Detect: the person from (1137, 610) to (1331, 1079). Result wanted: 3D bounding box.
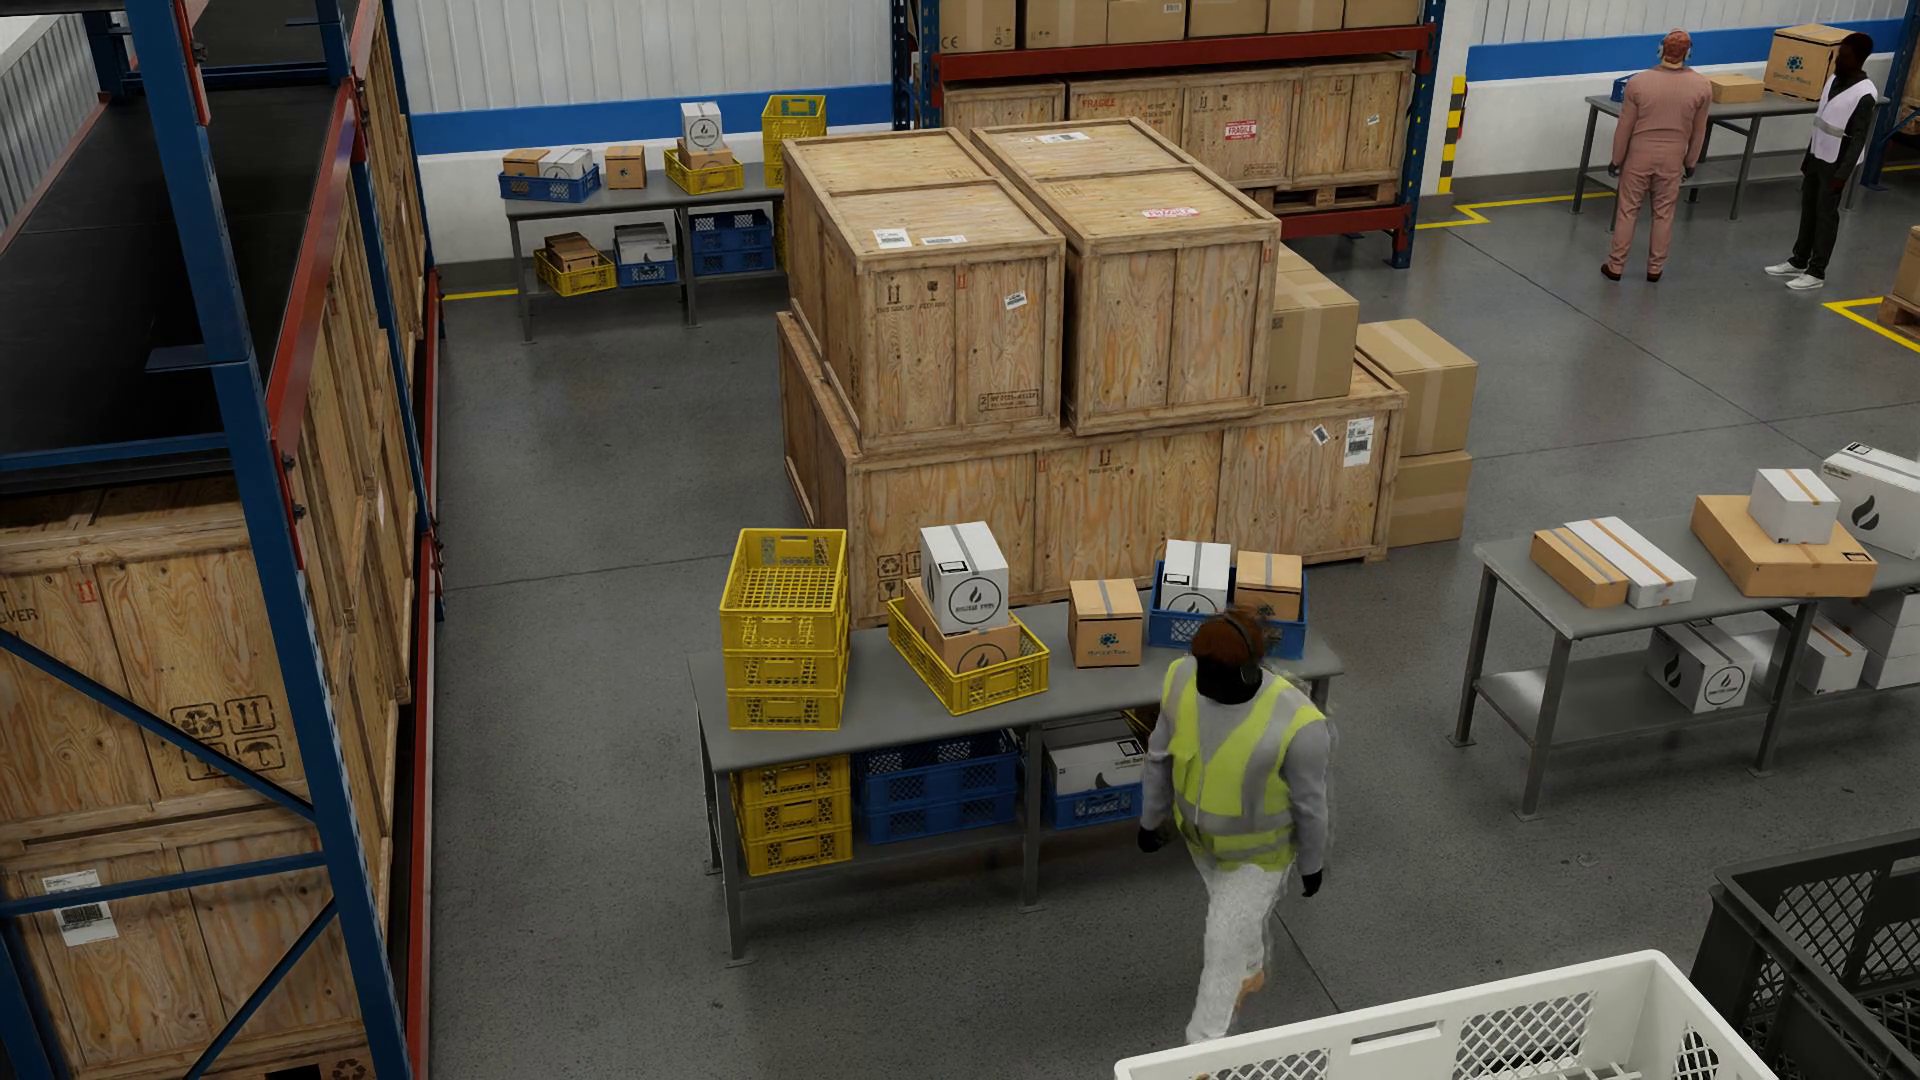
[{"bbox_3d":[0.854,1.034,5.635,0.904,1.797,0.654,-24,37,-36],"label":"person"}]

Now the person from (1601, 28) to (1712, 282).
[{"bbox_3d":[5.301,-2.925,12.715,0.652,1.906,0.403,5,29,9],"label":"person"}]

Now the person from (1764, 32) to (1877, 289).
[{"bbox_3d":[6.590,-2.863,12.588,0.392,1.922,0.588,-1,29,-2],"label":"person"}]
